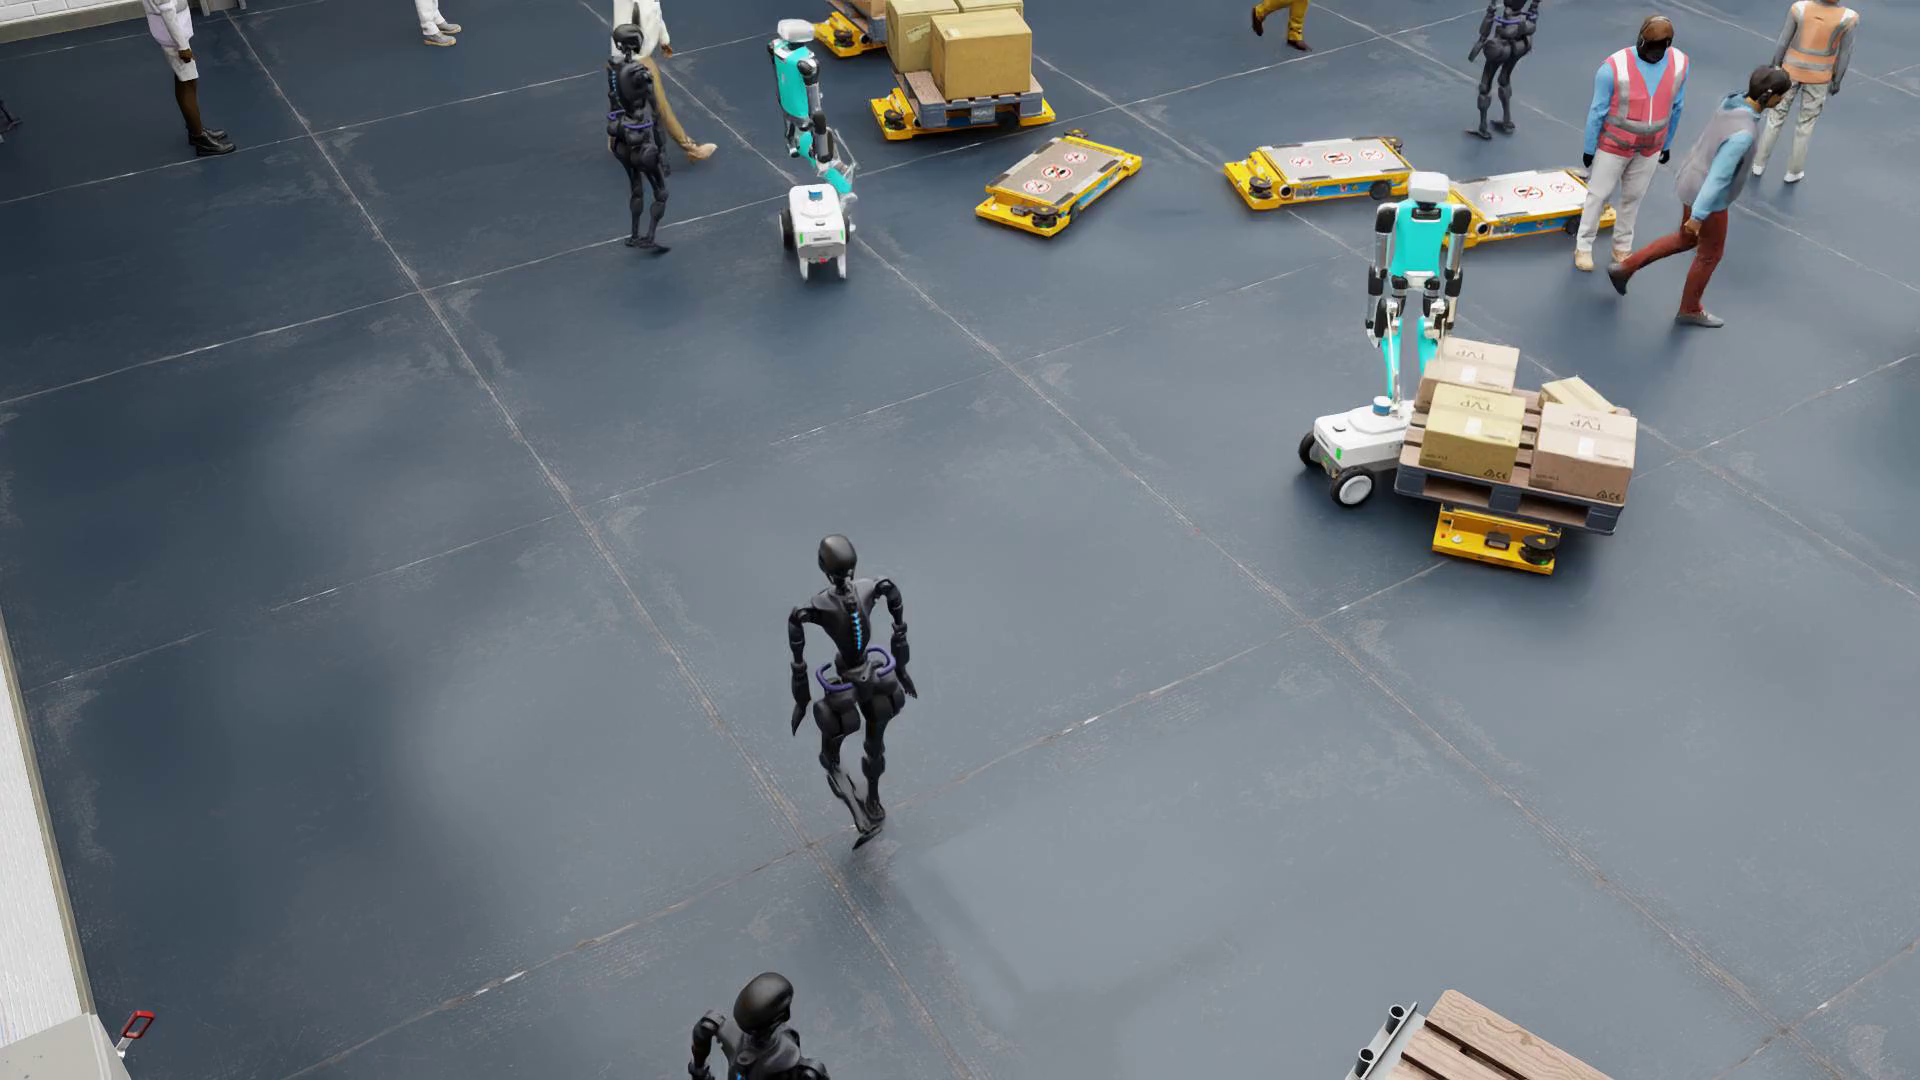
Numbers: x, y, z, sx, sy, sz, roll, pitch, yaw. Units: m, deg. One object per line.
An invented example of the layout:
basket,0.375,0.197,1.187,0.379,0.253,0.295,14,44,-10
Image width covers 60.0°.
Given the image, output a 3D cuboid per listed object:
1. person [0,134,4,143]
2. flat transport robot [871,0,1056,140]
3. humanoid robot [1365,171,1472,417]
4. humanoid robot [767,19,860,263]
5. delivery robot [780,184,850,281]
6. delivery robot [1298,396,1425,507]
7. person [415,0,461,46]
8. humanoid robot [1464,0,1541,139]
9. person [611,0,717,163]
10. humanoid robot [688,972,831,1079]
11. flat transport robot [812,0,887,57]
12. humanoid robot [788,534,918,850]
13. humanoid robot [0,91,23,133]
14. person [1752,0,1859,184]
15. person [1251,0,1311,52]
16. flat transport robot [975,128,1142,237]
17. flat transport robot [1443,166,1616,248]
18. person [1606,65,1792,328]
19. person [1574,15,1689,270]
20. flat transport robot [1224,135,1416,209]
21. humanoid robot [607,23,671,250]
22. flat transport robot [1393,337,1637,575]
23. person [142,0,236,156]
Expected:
person,-7.986,-3.980,13.045,0.373,1.843,0.568,-26,45,-29
flat transport robot,0.020,-3.617,13.856,1.431,0.231,0.659,-9,39,-11
humanoid robot,2.617,-1.187,9.609,0.530,1.764,0.772,2,38,3
humanoid robot,-0.885,-2.837,11.723,0.817,1.801,0.530,-24,44,-27
delivery robot,-1.021,-2.255,11.888,0.499,0.571,0.756,-6,39,-8
delivery robot,2.423,-0.577,9.781,0.744,0.584,0.520,-11,40,-13
person,-4.792,-5.361,14.759,0.356,1.882,0.573,-2,38,-2
humanoid robot,4.344,-4.008,13.216,0.609,1.649,0.307,-20,42,-23
person,-2.380,-3.737,12.832,0.963,1.708,0.536,7,39,8
humanoid robot,-0.650,1.989,5.675,0.608,1.631,0.744,16,41,19
flat transport robot,-0.586,-4.752,15.288,1.431,0.231,0.659,-17,42,-21
humanoid robot,-0.422,0.697,7.275,0.594,1.641,0.506,-18,42,-22
humanoid robot,-8.032,-4.101,13.332,0.586,1.645,0.345,18,42,21
person,6.412,-3.511,12.621,0.526,1.637,0.310,24,44,27
person,2.937,-5.194,14.655,0.541,1.733,0.491,-27,46,-30
flat transport robot,0.773,-2.757,12.771,0.659,0.231,1.431,22,43,26
flat transport robot,4.156,-2.487,12.429,1.431,0.231,0.659,-10,39,-12
person,4.813,-2.249,10.867,0.730,1.844,0.547,8,39,10
person,4.609,-2.727,11.480,0.638,1.830,0.429,-2,38,-3
flat transport robot,2.837,-2.849,12.887,1.431,0.231,0.659,-8,39,-10
humanoid robot,-2.283,-2.833,11.736,0.589,1.647,0.341,30,47,32
flat transport robot,3.192,-0.342,9.724,0.659,0.231,1.431,13,40,15
person,-6.098,-3.953,12.937,0.353,1.939,0.541,-20,43,-23
